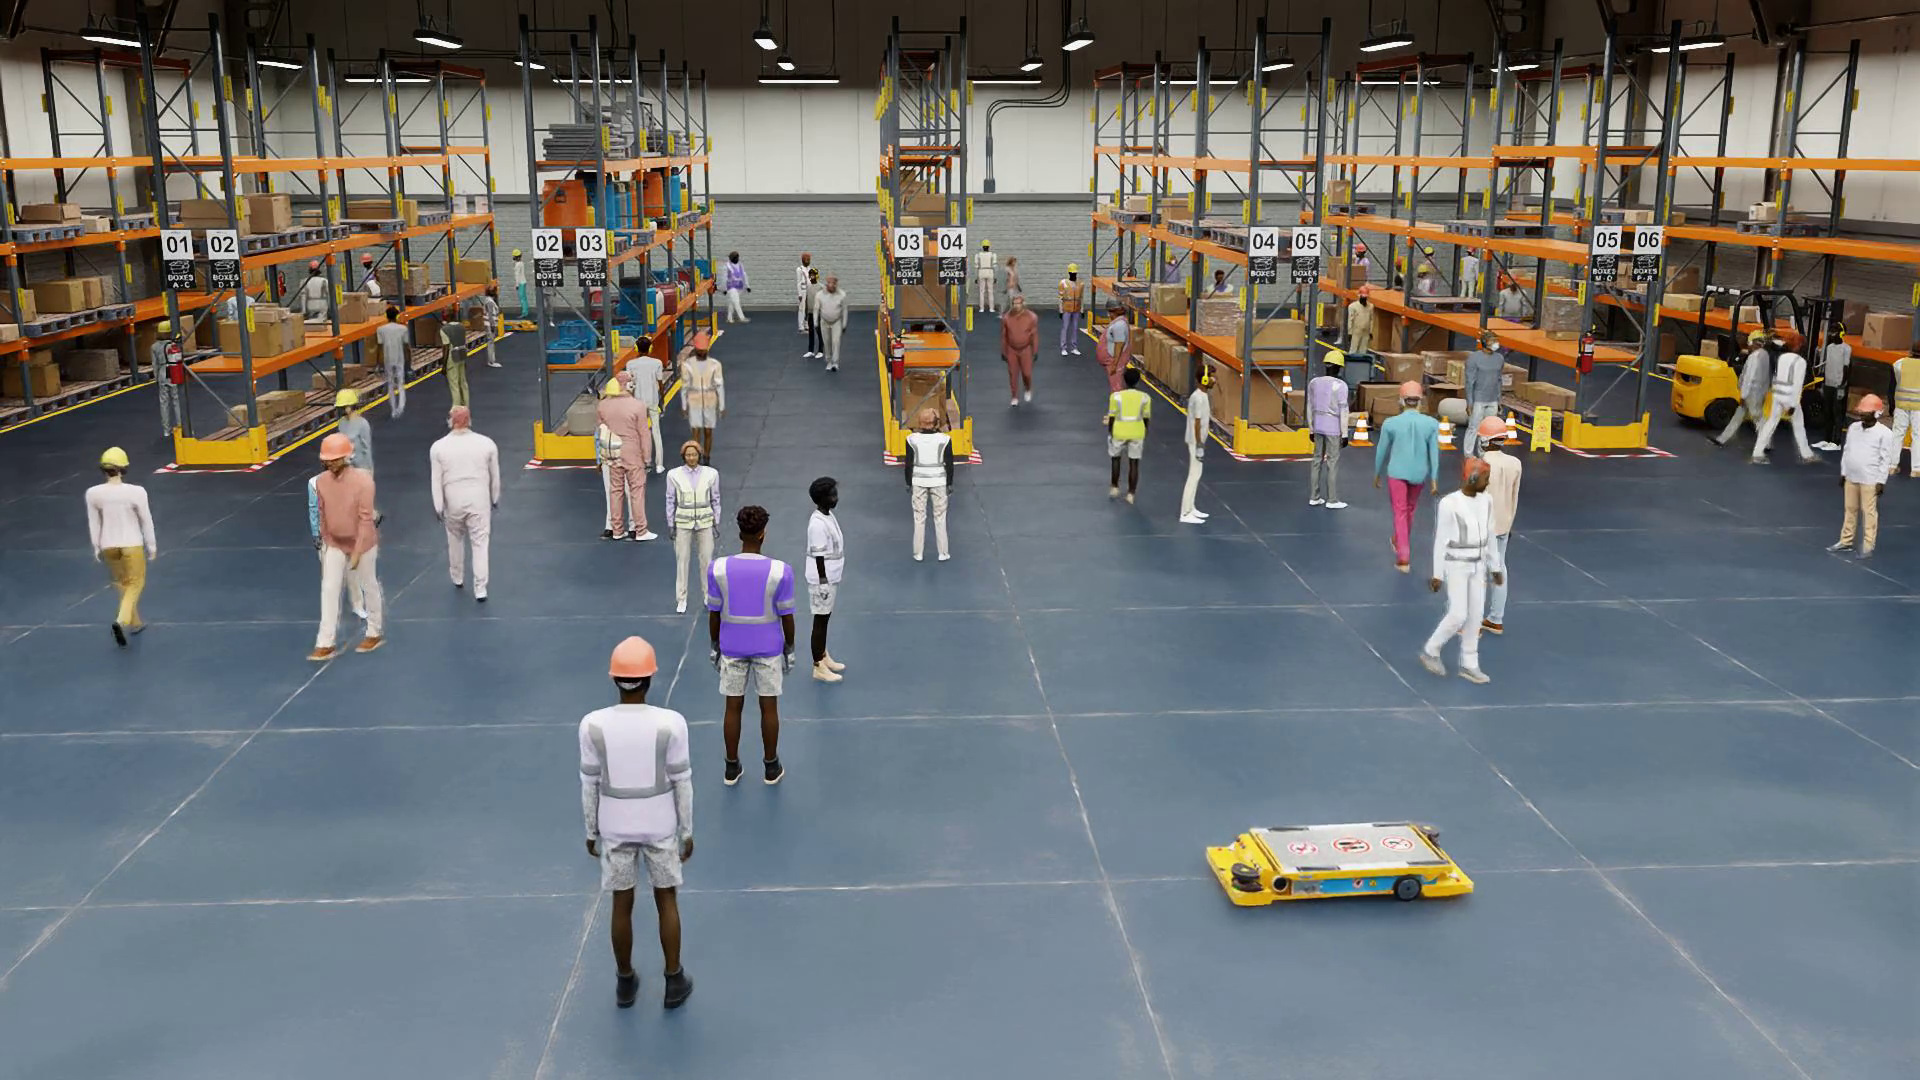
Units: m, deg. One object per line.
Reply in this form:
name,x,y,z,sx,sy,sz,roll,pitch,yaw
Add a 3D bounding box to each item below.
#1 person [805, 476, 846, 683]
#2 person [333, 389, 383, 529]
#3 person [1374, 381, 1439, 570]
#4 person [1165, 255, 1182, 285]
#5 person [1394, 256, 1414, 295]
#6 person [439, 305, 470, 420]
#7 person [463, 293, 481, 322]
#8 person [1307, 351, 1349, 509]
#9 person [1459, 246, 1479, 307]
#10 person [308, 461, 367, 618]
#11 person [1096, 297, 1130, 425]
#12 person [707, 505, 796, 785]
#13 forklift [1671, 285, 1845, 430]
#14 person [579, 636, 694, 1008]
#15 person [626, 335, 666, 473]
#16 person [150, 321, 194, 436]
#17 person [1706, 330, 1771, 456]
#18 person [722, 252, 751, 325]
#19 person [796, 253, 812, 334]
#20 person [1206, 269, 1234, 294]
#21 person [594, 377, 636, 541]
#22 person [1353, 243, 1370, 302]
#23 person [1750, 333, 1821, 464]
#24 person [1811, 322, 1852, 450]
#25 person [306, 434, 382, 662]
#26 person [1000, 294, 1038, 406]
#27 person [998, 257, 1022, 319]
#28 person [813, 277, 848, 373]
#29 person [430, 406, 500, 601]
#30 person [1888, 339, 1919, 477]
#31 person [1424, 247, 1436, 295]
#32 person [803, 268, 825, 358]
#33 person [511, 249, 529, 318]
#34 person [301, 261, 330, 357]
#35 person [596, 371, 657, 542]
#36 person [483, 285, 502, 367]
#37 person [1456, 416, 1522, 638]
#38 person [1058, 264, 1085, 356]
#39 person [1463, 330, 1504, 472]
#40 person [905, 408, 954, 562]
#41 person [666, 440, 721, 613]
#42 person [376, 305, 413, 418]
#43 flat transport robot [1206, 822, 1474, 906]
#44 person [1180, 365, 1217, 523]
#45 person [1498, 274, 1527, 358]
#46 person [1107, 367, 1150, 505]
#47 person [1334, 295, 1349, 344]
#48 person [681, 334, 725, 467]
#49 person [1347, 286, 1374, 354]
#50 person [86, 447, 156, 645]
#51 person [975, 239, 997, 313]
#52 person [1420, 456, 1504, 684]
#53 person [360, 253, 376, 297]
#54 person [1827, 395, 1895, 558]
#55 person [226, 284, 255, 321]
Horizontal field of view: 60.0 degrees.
person,-1.107,0.314,13.673,0.318,1.699,0.535,1,13,2
person,-6.613,-0.804,18.311,0.522,1.752,0.478,8,16,32
person,4.669,-0.699,17.455,0.622,1.936,1.064,0,13,-2
person,5.509,-6.662,43.429,0.536,1.602,0.672,-2,13,-10
person,9.654,-5.167,36.202,0.631,2.015,0.569,-12,18,-42
person,-8.119,-2.843,26.737,0.393,1.842,0.564,5,14,20
person,-11.714,-5.851,39.984,0.663,1.601,0.514,12,18,41
person,4.481,-1.339,20.203,0.377,1.918,0.585,-11,17,-39
person,13.630,-6.995,44.514,0.575,1.749,0.333,12,18,42
person,-5.732,-0.056,15.364,0.517,1.641,0.308,-10,16,-36
person,2.417,-2.843,26.310,0.535,2.000,0.674,2,13,9
person,-1.419,0.726,11.382,0.609,1.960,0.365,1,13,3
forklift,12.503,-2.886,26.166,2.313,2.155,1.214,-1,13,-3
person,-1.625,1.430,8.434,0.552,1.934,0.373,-1,13,-4
person,-4.209,-1.817,22.333,0.508,1.872,0.329,-4,14,-17
person,-11.989,-2.445,25.262,0.483,1.745,0.301,2,13,7
person,11.250,-2.110,23.813,0.944,1.748,0.648,10,17,36
person,-5.542,-6.240,41.247,0.978,1.789,0.618,10,17,36
person,-3.643,-5.810,39.215,0.337,1.881,0.584,6,15,25
person,5.293,-4.574,33.941,0.622,1.900,0.533,-2,13,-6
person,-3.800,-0.898,18.510,0.590,1.836,0.404,4,14,15
person,9.759,-6.207,40.595,0.409,2.035,0.601,-2,13,-9
person,11.442,-1.941,22.962,1.029,1.822,0.595,-3,14,-11
person,12.656,-2.223,24.086,0.327,1.861,0.501,-2,13,-9
person,-5.261,0.075,14.129,0.604,1.949,0.925,3,14,12
person,0.989,-3.213,28.191,0.665,1.890,0.421,2,13,9
person,1.308,-6.370,42.200,0.854,1.594,0.523,6,15,25
person,-2.533,-4.197,32.451,0.655,1.847,1.030,0,13,2
person,-4.821,-0.381,16.260,0.646,1.859,0.989,-4,14,-17
person,12.709,-1.762,22.160,0.429,1.841,0.633,-11,17,-38
person,12.311,-6.815,43.754,0.350,1.758,0.522,11,17,39
person,-3.041,-4.729,34.682,0.510,1.865,0.329,8,15,29
person,-11.350,-6.601,42.845,0.343,1.758,0.521,-1,13,-3
person,-13.509,-4.864,34.991,0.624,2.007,1.022,-2,13,-7
person,-3.692,-0.926,18.493,0.639,1.902,0.407,5,14,19
person,-9.367,-4.276,33.252,0.314,1.636,0.515,-4,14,-15
person,4.706,-0.114,14.849,0.612,1.995,0.377,-7,15,-27
person,2.360,-4.865,35.119,0.586,1.928,0.369,-5,14,-22
person,7.022,-1.843,22.292,0.629,1.940,0.372,-7,15,-27
person,-0.325,-0.574,17.565,0.518,1.636,0.313,1,13,4
person,-2.509,-0.131,15.684,0.517,1.641,0.308,-4,14,-16
person,-9.117,-2.852,26.792,0.563,1.840,0.717,-3,14,-13
flat transport robot,2.253,1.920,9.927,1.431,0.197,0.652,-2,13,-6
person,2.795,-1.126,19.457,0.350,1.856,0.527,3,14,13
person,11.508,-4.665,34.684,0.577,1.730,0.548,3,14,14
person,2.075,-1.302,20.576,0.536,1.666,0.737,0,13,-1
person,8.573,-5.148,37.005,0.557,1.601,0.528,-8,15,-31
person,-3.416,-1.788,22.177,0.565,1.880,1.006,-3,14,-13
person,7.635,-3.956,31.645,0.569,1.747,0.340,-5,14,-21
person,-7.414,0.052,14.693,0.532,1.740,0.761,-1,13,-3
person,0.689,-7.011,44.210,0.585,1.928,0.378,1,13,3
person,4.163,0.241,13.614,0.609,1.864,0.476,-9,16,-33
person,-13.600,-5.642,38.396,0.552,1.932,0.377,9,16,35
person,9.651,-0.685,17.810,0.358,1.742,0.585,-5,14,-20
person,-14.114,-4.220,32.770,0.331,1.747,0.559,12,18,42
